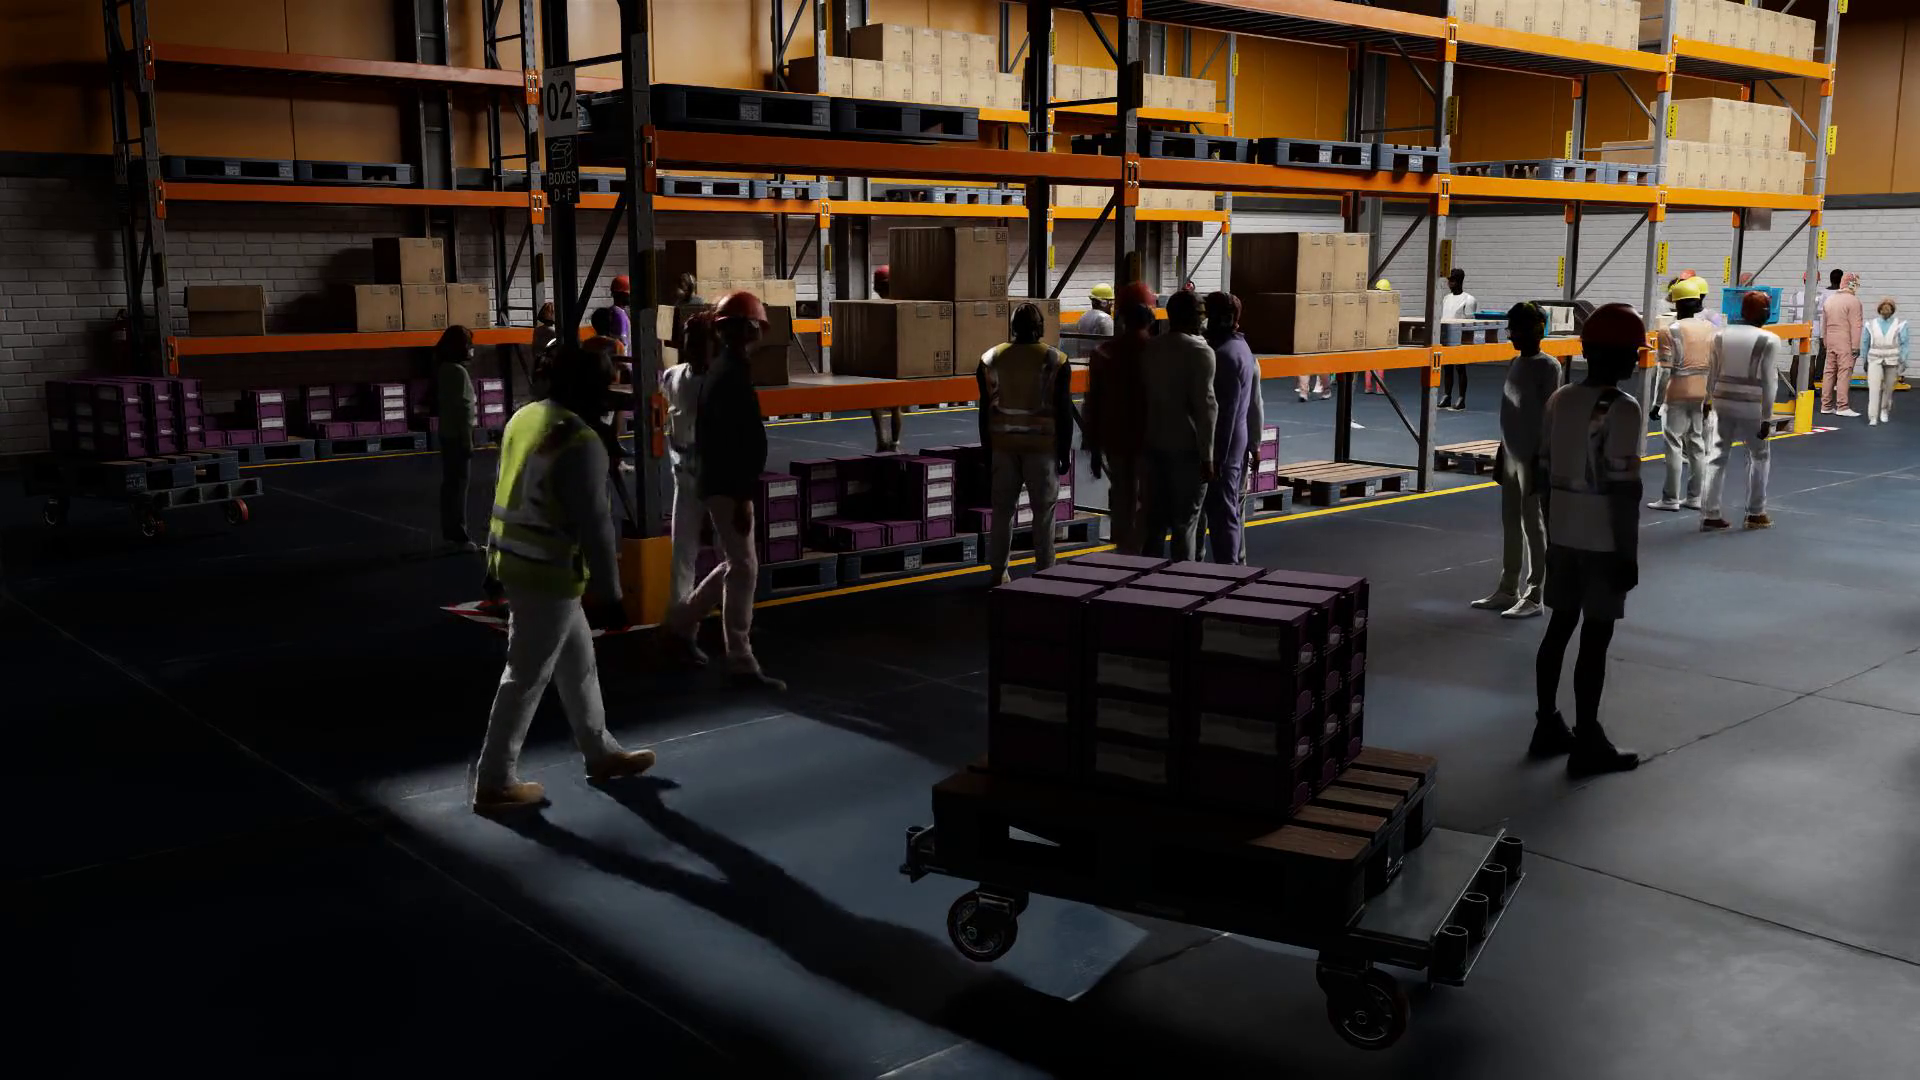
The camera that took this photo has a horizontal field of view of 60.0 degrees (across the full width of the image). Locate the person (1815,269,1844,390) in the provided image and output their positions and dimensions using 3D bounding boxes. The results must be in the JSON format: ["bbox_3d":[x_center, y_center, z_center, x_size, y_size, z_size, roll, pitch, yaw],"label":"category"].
[{"bbox_3d":[13.890,-3.345,26.485,0.594,1.917,0.387,7,12,37],"label":"person"}]

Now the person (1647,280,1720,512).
[{"bbox_3d":[6.021,-1.197,13.886,0.591,1.923,0.381,-3,10,-17],"label":"person"}]

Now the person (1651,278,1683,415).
[{"bbox_3d":[9.354,-2.563,22.186,0.595,1.836,0.412,1,10,6],"label":"person"}]

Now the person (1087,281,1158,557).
[{"bbox_3d":[1.055,-0.587,10.154,0.628,1.986,0.675,6,11,30],"label":"person"}]

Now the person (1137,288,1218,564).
[{"bbox_3d":[1.294,-0.528,9.937,0.375,1.936,0.628,-7,12,-34],"label":"person"}]

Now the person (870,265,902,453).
[{"bbox_3d":[-0.759,-1.843,17.353,0.635,2.025,0.458,-3,10,-16],"label":"person"}]

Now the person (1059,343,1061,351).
[{"bbox_3d":[0.734,-1.482,16.351,0.899,1.643,0.538,8,13,40],"label":"person"}]

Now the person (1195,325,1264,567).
[{"bbox_3d":[1.700,-0.643,10.914,0.590,1.833,0.404,4,10,20],"label":"person"}]

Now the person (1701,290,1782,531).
[{"bbox_3d":[6.084,-0.989,12.874,0.762,1.855,0.606,-7,12,-35],"label":"person"}]

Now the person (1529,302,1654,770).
[{"bbox_3d":[2.653,-0.016,6.939,0.373,1.934,0.551,-3,10,-17],"label":"person"}]

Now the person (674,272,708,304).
[{"bbox_3d":[-3.118,-2.130,19.312,0.635,1.936,0.356,9,13,42],"label":"person"}]

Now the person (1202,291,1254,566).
[{"bbox_3d":[1.576,-0.562,10.206,0.410,1.913,0.651,2,10,14],"label":"person"}]

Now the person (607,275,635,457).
[{"bbox_3d":[-3.588,-1.836,17.652,0.399,1.925,0.543,-4,10,-21],"label":"person"}]

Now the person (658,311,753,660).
[{"bbox_3d":[-1.347,-0.283,8.797,0.597,1.829,0.944,5,11,25],"label":"person"}]

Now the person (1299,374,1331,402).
[{"bbox_3d":[5.223,-2.953,24.387,0.643,1.859,1.004,4,11,23],"label":"person"}]

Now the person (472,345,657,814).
[{"bbox_3d":[-1.519,0.146,6.433,0.866,1.784,0.661,-6,12,-33],"label":"person"}]

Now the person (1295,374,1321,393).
[{"bbox_3d":[5.503,-3.222,25.909,0.535,1.868,0.309,8,12,38],"label":"person"}]

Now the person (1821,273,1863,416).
[{"bbox_3d":[11.782,-2.599,22.166,0.408,1.903,0.638,-2,10,-11],"label":"person"}]

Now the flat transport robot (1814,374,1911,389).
[{"bbox_3d":[14.386,-2.555,26.672,1.431,0.197,0.652,3,10,19],"label":"flat transport robot"}]

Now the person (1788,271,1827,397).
[{"bbox_3d":[12.764,-3.113,25.066,0.542,1.938,0.358,9,13,43],"label":"person"}]

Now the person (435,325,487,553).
[{"bbox_3d":[-3.606,-0.723,11.963,0.288,1.632,0.501,-6,11,-32],"label":"person"}]

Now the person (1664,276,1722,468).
[{"bbox_3d":[7.373,-1.686,16.769,0.394,1.919,0.589,-3,10,-19],"label":"person"}]

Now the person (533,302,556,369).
[{"bbox_3d":[-4.486,-1.789,18.233,0.493,1.624,0.281,8,12,38],"label":"person"}]

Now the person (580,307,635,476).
[{"bbox_3d":[-3.397,-1.368,15.720,0.532,1.645,0.924,7,12,35],"label":"person"}]

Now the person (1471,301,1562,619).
[{"bbox_3d":[3.307,-0.468,9.811,0.329,1.861,0.507,-2,10,-14],"label":"person"}]

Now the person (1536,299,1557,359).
[{"bbox_3d":[6.627,-1.949,19.120,0.514,1.642,0.310,6,12,33],"label":"person"}]

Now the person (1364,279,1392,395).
[{"bbox_3d":[6.432,-3.097,25.477,0.330,1.767,0.528,-5,11,-26],"label":"person"}]

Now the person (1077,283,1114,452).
[{"bbox_3d":[1.517,-1.871,18.113,0.403,1.827,0.599,-6,11,-30],"label":"person"}]

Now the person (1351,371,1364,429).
[{"bbox_3d":[4.859,-2.192,20.564,0.285,1.633,0.497,1,10,3],"label":"person"}]

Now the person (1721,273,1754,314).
[{"bbox_3d":[11.935,-3.128,25.384,0.643,1.856,0.960,4,10,20],"label":"person"}]

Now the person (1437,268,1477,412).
[{"bbox_3d":[6.796,-2.744,22.846,0.371,1.959,0.602,-5,11,-25],"label":"person"}]

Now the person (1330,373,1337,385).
[{"bbox_3d":[6.222,-3.396,27.216,0.301,1.772,0.524,-6,12,-33],"label":"person"}]

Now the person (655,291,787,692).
[{"bbox_3d":[-1.210,-0.245,8.252,0.727,1.972,0.660,0,10,-1],"label":"person"}]

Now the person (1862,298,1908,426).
[{"bbox_3d":[11.699,-2.259,21.047,0.514,1.605,0.830,6,11,32],"label":"person"}]

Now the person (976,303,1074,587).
[{"bbox_3d":[0.420,-0.582,10.573,0.622,1.835,0.430,3,10,18],"label":"person"}]

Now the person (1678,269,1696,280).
[{"bbox_3d":[10.467,-2.948,24.120,0.371,1.931,0.543,-2,10,-9],"label":"person"}]
